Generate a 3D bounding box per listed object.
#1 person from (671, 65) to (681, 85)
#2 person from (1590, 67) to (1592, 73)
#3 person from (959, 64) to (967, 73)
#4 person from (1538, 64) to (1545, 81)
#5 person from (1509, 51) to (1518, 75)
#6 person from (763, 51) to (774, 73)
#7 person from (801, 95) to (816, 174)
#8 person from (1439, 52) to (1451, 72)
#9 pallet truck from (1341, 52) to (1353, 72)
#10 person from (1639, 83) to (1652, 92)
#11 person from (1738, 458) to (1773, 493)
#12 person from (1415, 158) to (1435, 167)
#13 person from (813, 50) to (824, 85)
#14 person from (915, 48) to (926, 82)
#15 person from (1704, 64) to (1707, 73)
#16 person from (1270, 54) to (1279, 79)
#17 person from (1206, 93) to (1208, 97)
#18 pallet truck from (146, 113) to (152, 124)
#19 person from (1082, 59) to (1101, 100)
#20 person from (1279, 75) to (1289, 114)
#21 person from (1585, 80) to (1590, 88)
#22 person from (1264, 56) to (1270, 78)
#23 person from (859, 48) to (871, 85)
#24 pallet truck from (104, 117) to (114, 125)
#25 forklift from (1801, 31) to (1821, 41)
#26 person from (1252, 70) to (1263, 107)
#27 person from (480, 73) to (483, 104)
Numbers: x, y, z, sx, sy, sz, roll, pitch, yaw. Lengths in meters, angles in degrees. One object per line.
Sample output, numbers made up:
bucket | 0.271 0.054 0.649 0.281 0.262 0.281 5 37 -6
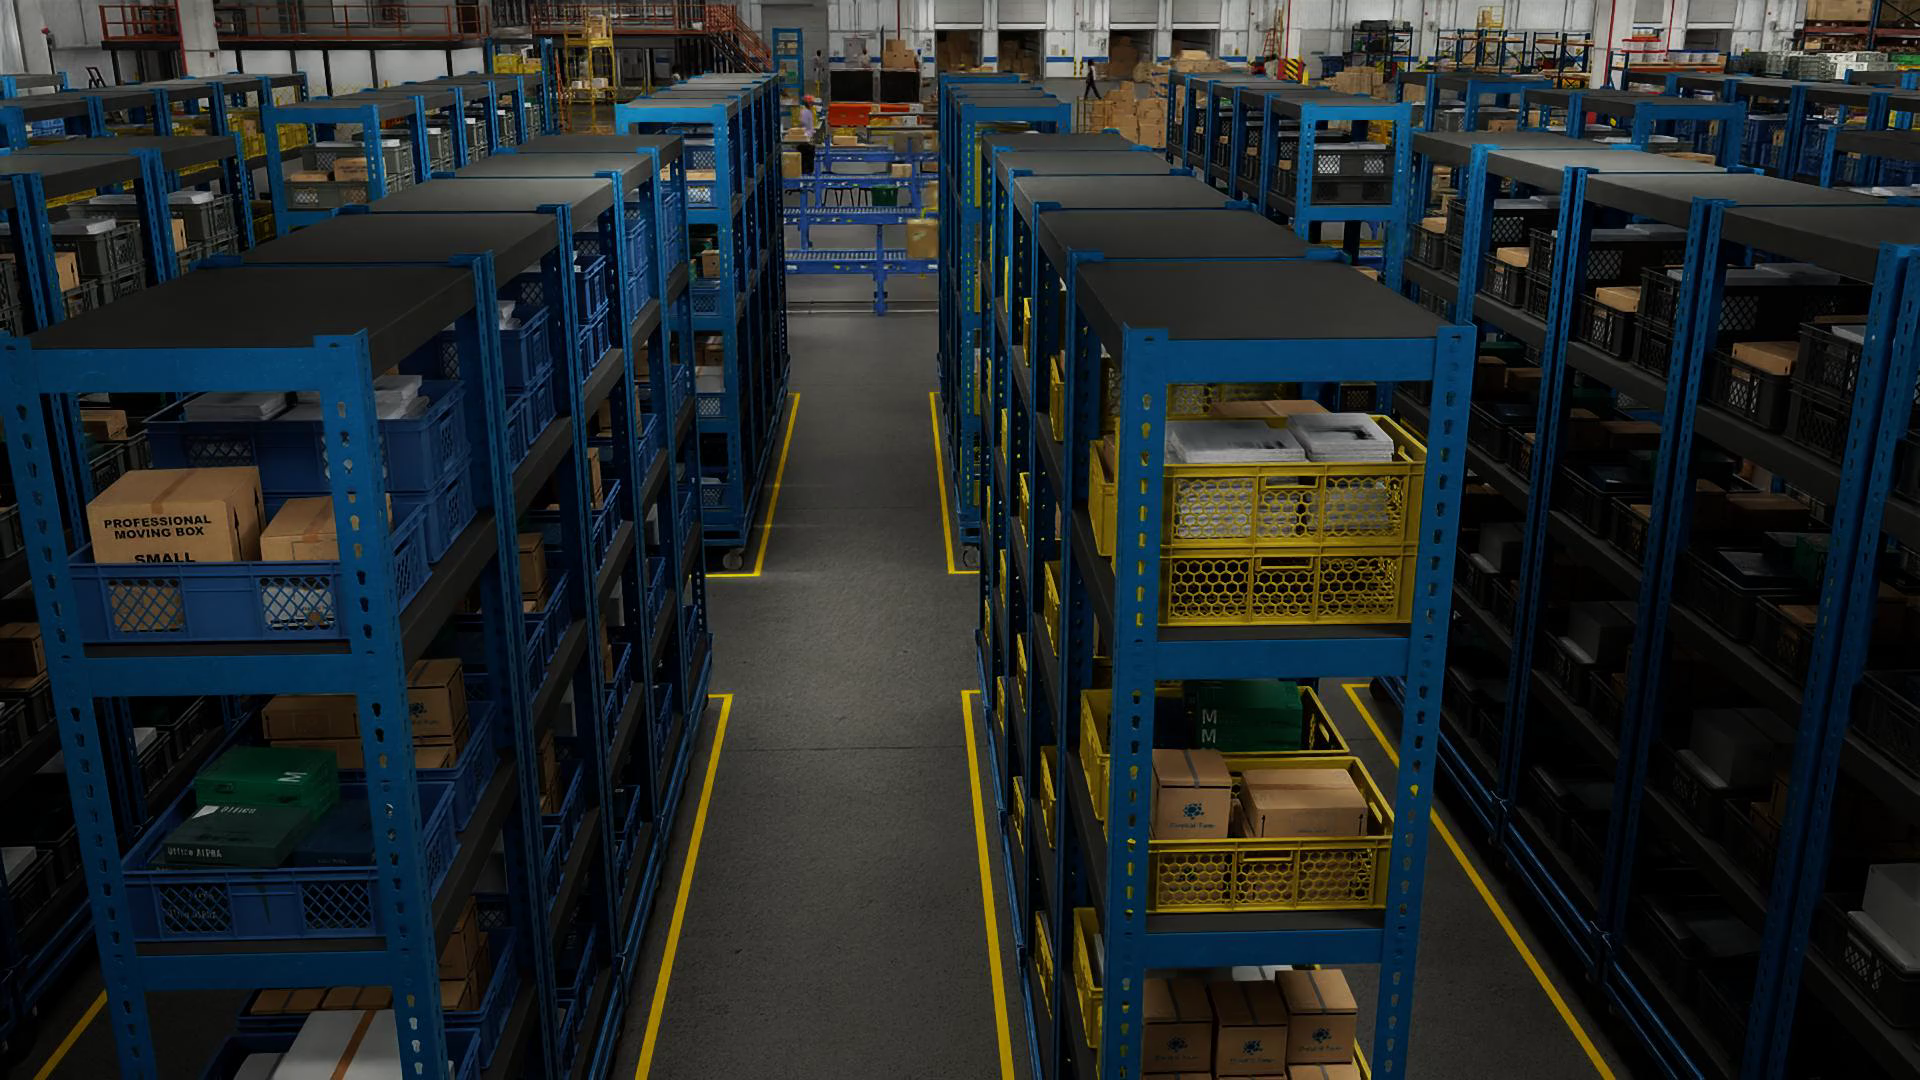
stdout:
person | -11.321 -17.975 66.445 0.445 1.911 0.616 1 18 2
person | 30.313 -22.210 79.336 0.537 2.000 0.678 10 20 28
person | 0.101 -20.179 73.611 0.486 1.707 0.893 15 23 38
person | 24.105 -18.831 69.179 0.510 1.860 0.334 -17 24 -42
person | 28.859 -24.528 86.799 1.000 1.863 0.592 -12 22 -33
person | -9.865 -24.209 85.704 0.542 1.929 0.369 3 18 9
person | -3.874 -10.515 43.166 0.579 2.025 0.653 2 18 7
person | 24.595 -23.774 84.372 0.648 1.915 0.417 14 22 36
pallet truck | 18.794 -23.123 82.231 0.823 1.965 1.885 -13 22 -35
person | 26.619 -17.353 64.577 0.605 1.872 0.491 -7 19 -20
person | 6.100 -0.653 12.702 0.375 1.995 0.609 12 21 33
person | 10.079 -8.033 35.823 0.567 1.817 0.611 8 20 25
person | -7.671 -25.702 90.484 0.623 1.835 0.431 -11 21 -31
person | -2.209 -25.621 90.064 0.460 1.938 0.626 17 24 42
person | 30.479 -18.559 68.296 0.370 1.897 0.754 4 18 13
person | 15.800 -23.564 83.850 0.429 1.842 0.626 -3 18 -10
person | 9.254 -16.156 61.081 0.682 1.744 0.541 1 18 3
pallet truck | -18.087 -8.309 36.390 1.885 1.965 0.823 -1 18 -4
person | 5.955 -20.749 75.097 0.992 1.877 0.600 2 18 8
person | 11.277 -15.297 58.221 0.581 1.866 0.808 3 18 8
person | 20.389 -13.945 53.961 0.580 1.915 0.472 -8 19 -22
person | 14.693 -22.290 79.894 0.512 1.842 0.546 15 23 39
person | -5.154 -25.607 89.973 0.653 1.956 0.872 2 18 5
pallet truck | -18.367 -7.885 35.078 1.885 1.965 0.823 1 18 2
forklift | 45.917 -26.108 90.055 1.129 2.768 1.873 -1 18 -2
person | 11.094 -16.584 62.127 0.981 1.923 0.617 3 18 9
person | -17.341 -15.997 60.425 0.519 1.843 0.331 -15 23 -39
